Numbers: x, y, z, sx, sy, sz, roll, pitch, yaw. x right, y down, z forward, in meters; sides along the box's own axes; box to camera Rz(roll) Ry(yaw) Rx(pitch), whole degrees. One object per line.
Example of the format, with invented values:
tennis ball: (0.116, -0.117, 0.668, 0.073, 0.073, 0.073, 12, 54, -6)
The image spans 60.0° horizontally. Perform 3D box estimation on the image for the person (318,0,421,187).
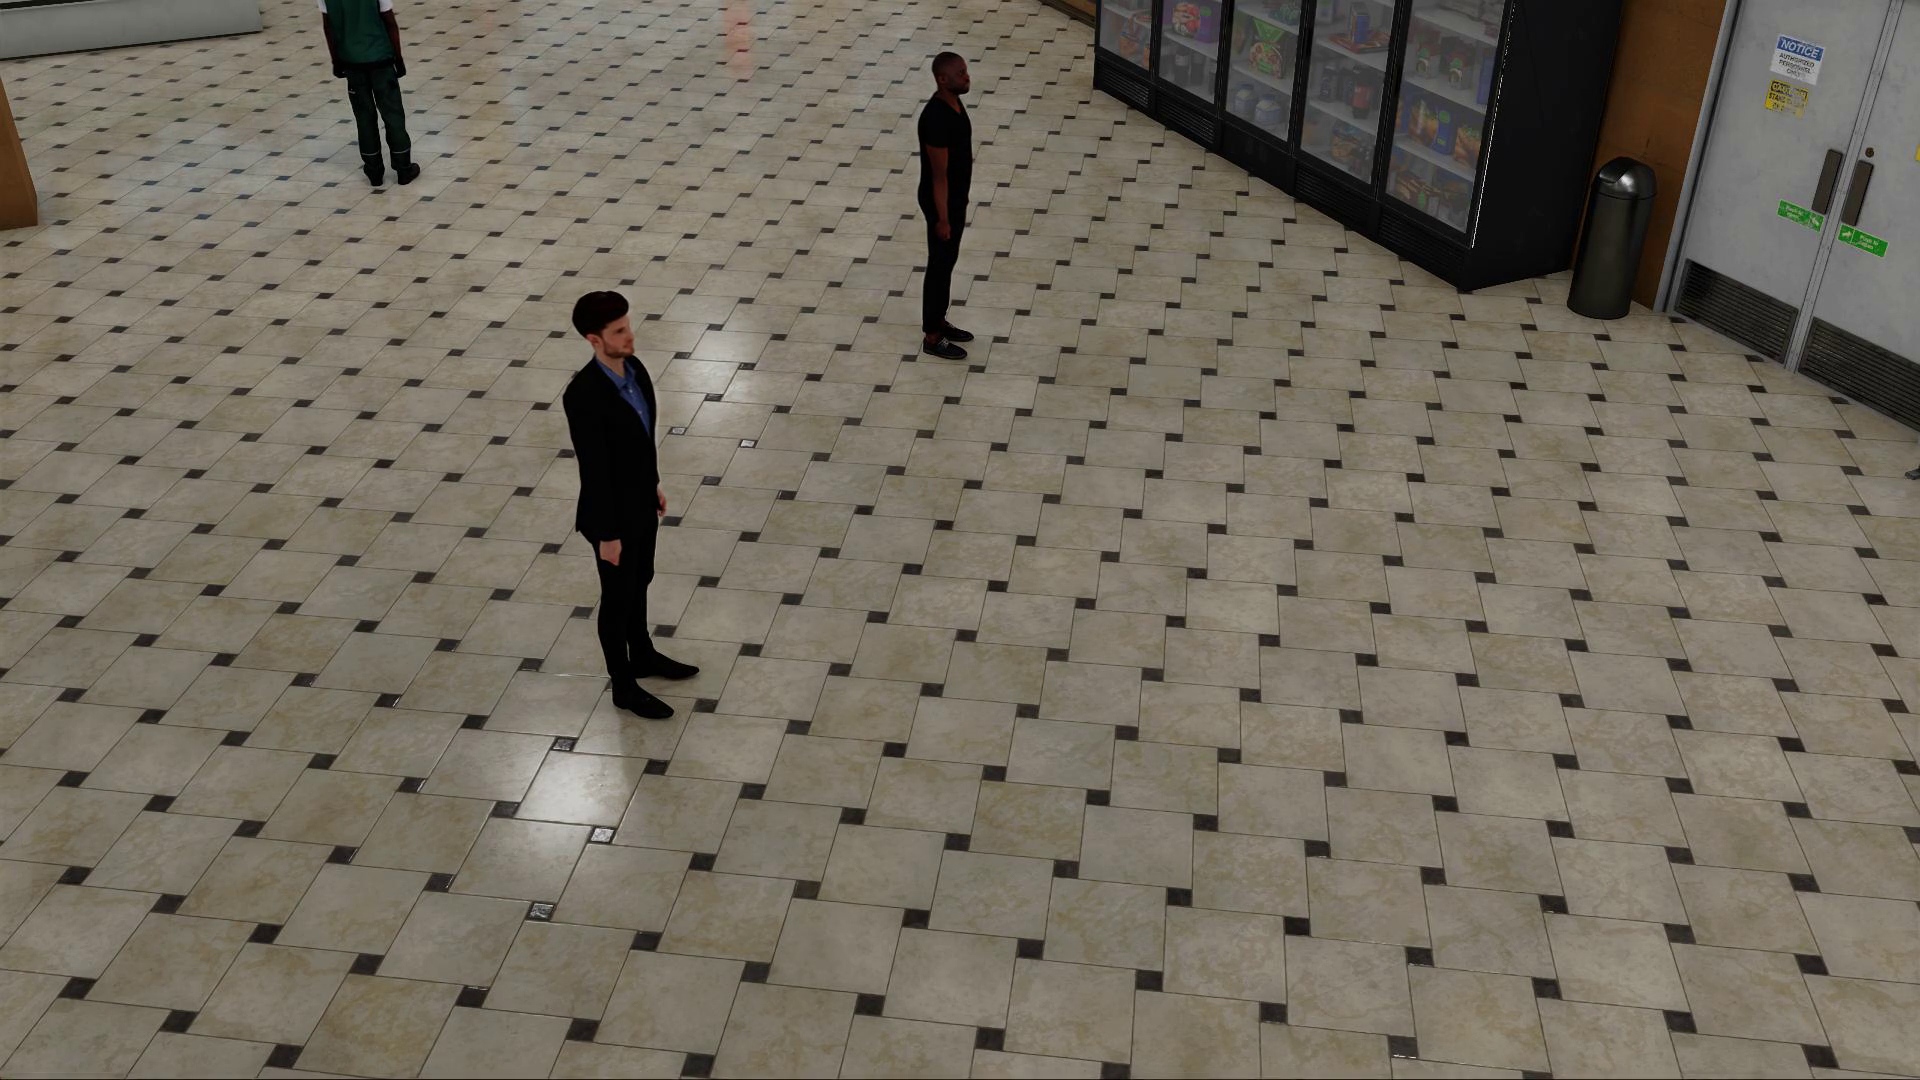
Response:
person: (-4.402, -3.557, 12.369, 0.650, 1.839, 0.816, -4, 32, -6)

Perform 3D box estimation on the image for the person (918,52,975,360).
person: (-0.089, -1.985, 9.862, 0.774, 1.819, 0.747, 7, 33, 10)

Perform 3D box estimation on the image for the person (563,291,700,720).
person: (-1.393, -0.150, 6.842, 0.823, 1.894, 0.789, 7, 33, 11)
